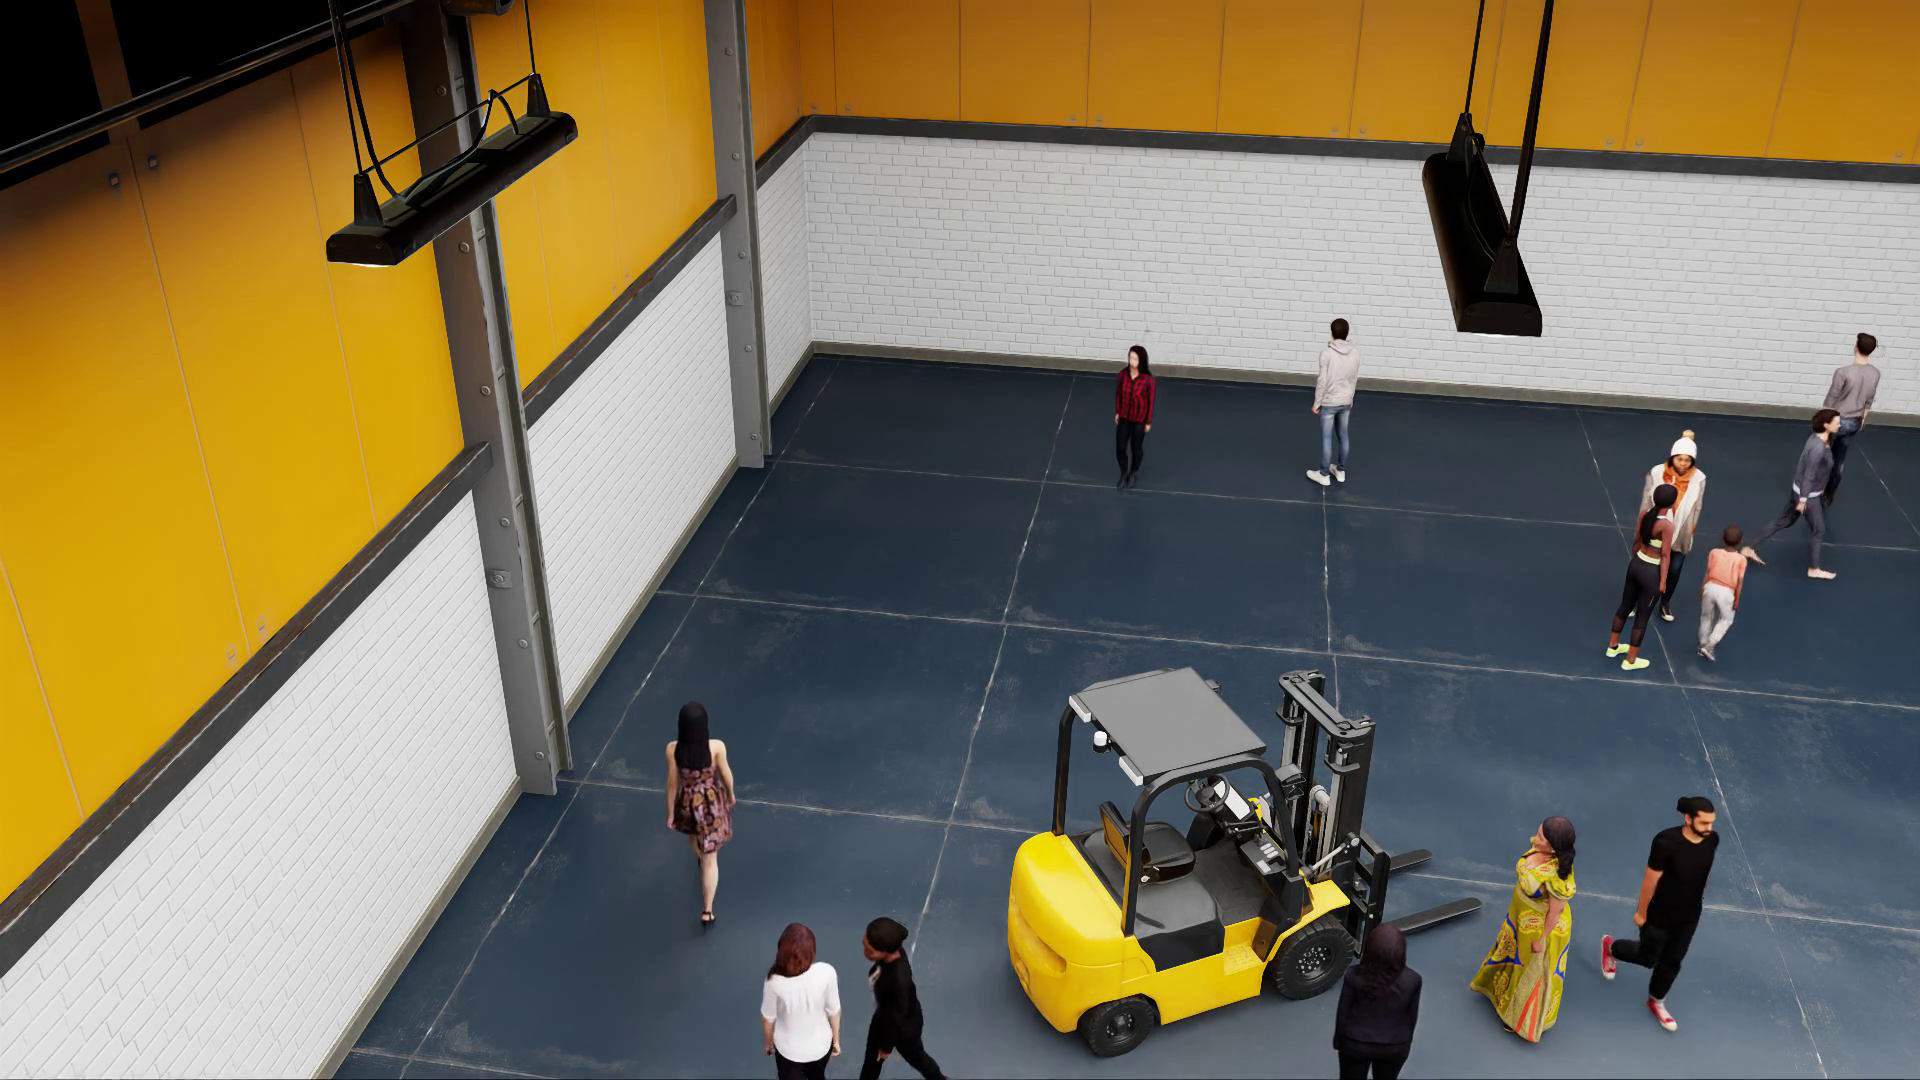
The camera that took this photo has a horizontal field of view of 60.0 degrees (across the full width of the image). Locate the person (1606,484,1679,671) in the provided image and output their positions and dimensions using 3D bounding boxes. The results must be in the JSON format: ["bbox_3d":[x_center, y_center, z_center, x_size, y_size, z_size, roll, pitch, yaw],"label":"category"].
[{"bbox_3d":[5.986,0.311,14.559,0.707,1.750,0.608,-10,30,-17],"label":"person"}]

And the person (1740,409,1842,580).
[{"bbox_3d":[8.047,-0.465,16.001,0.792,1.731,1.071,9,30,16],"label":"person"}]

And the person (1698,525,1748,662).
[{"bbox_3d":[6.708,0.484,14.710,0.645,1.301,0.725,22,35,34],"label":"person"}]

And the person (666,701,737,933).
[{"bbox_3d":[-1.804,1.950,11.568,0.780,1.736,1.100,-1,29,-2],"label":"person"}]

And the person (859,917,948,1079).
[{"bbox_3d":[-0.292,2.880,9.981,1.056,1.623,1.118,-9,30,-16],"label":"person"}]

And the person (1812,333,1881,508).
[{"bbox_3d":[9.129,-1.203,17.171,0.843,1.906,0.867,-4,29,-7],"label":"person"}]

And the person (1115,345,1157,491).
[{"bbox_3d":[1.875,-1.328,17.676,0.665,1.643,0.667,13,31,22],"label":"person"}]

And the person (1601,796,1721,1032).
[{"bbox_3d":[4.579,2.344,10.836,0.864,1.746,1.017,-8,30,-14],"label":"person"}]

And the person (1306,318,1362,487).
[{"bbox_3d":[4.006,-1.474,17.726,0.762,1.850,0.776,-12,31,-21],"label":"person"}]

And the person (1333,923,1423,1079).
[{"bbox_3d":[2.450,2.963,9.841,0.686,1.612,0.684,0,29,-1],"label":"person"}]

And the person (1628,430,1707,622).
[{"bbox_3d":[6.482,-0.142,15.244,0.682,1.889,0.673,7,29,12],"label":"person"}]

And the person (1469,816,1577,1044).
[{"bbox_3d":[3.731,2.448,10.735,0.976,1.660,0.797,-1,29,-2],"label":"person"}]

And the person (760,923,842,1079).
[{"bbox_3d":[-0.889,3.014,9.591,0.963,1.762,1.194,-10,30,-17],"label":"person"}]
